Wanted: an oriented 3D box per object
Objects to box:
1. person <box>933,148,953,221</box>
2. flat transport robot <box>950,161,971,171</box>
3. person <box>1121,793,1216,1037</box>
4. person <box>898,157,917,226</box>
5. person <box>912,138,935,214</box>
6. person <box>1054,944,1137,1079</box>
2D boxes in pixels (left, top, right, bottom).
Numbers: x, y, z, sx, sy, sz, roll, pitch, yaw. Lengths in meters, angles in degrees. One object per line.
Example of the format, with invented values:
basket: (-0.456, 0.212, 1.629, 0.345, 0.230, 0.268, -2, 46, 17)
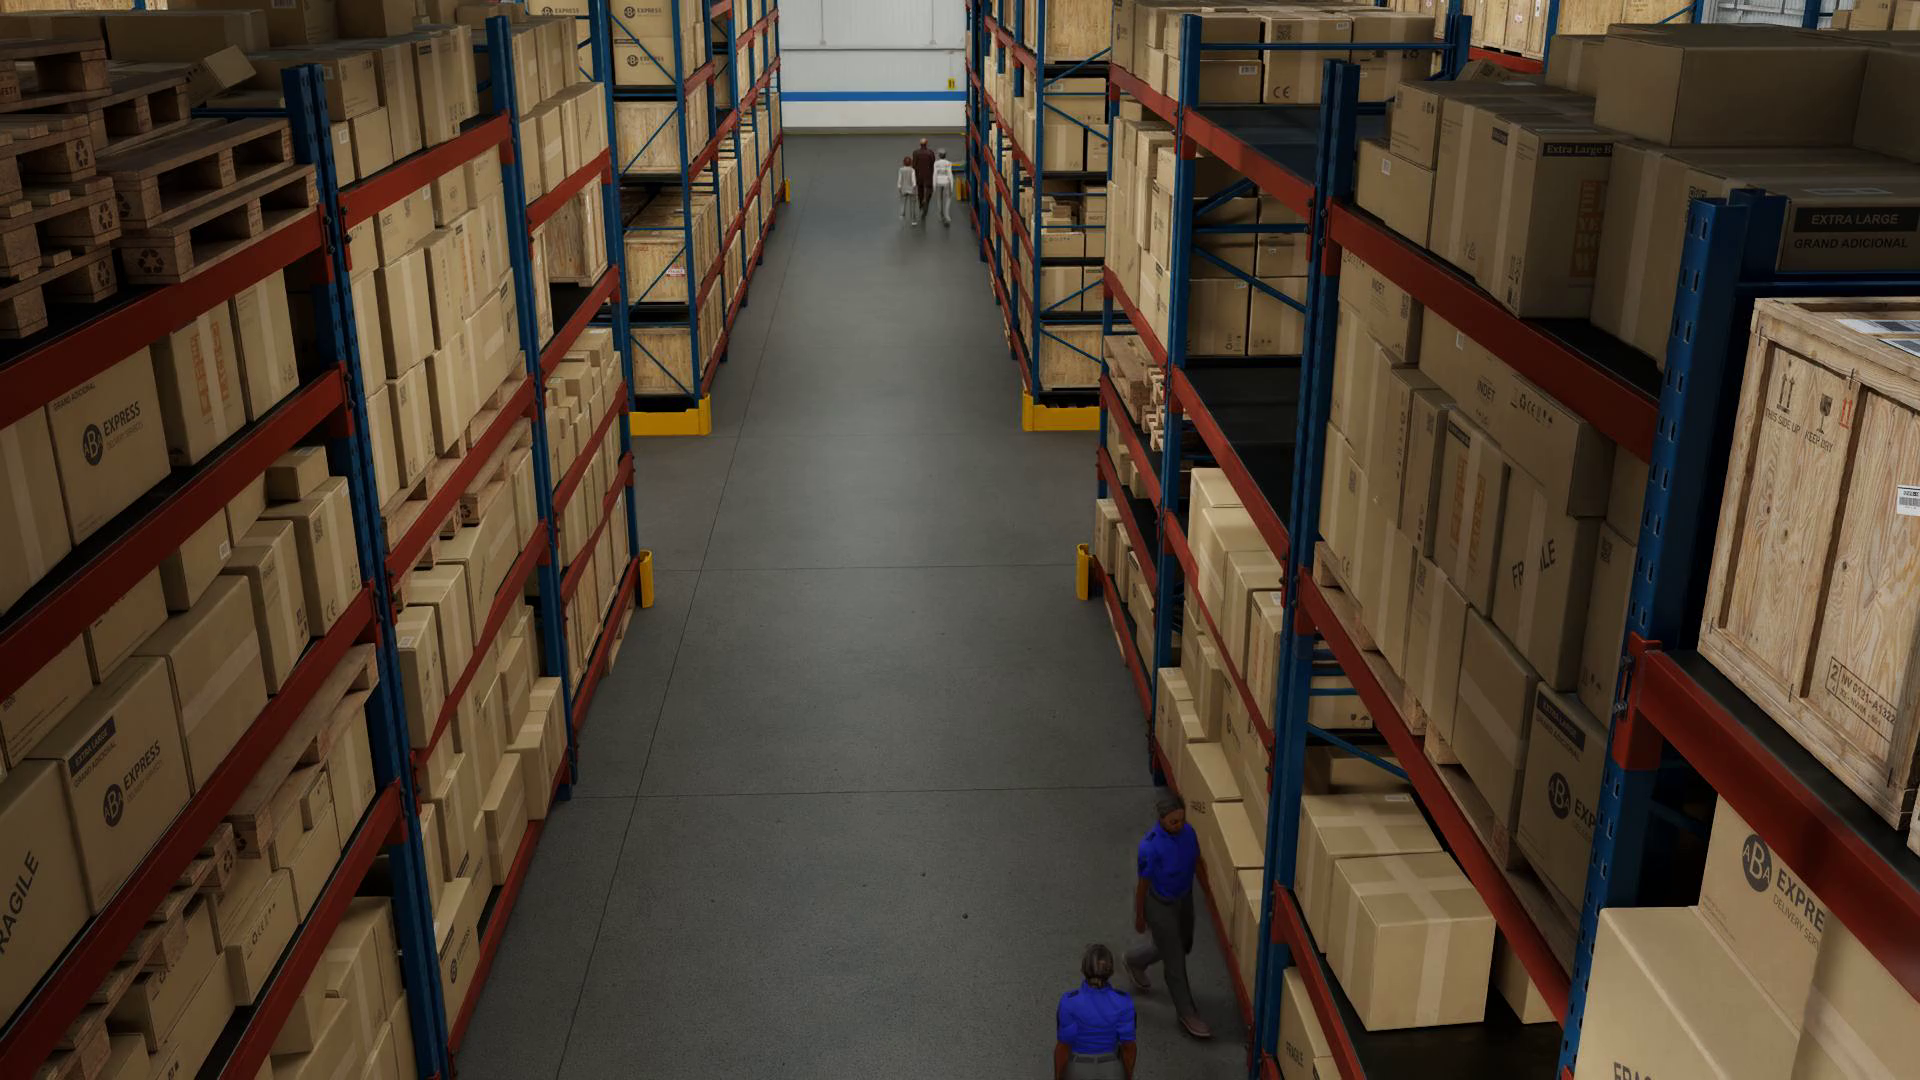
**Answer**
person: (-0.393, -8.289, 38.791, 0.489, 1.694, 0.547, 1, 21, 3)
flat transport robot: (-0.111, -10.523, 46.925, 1.431, 0.256, 0.659, -7, 21, -17)
person: (1.327, 2.290, 10.512, 0.529, 1.634, 0.763, -19, 27, -41)
person: (-1.210, -7.992, 38.161, 0.438, 1.585, 0.714, 3, 21, 7)
person: (-0.851, -8.773, 39.995, 0.588, 1.769, 0.866, 4, 21, 10)
person: (0.710, 2.871, 8.953, 0.440, 1.659, 0.344, -2, 21, -4)
